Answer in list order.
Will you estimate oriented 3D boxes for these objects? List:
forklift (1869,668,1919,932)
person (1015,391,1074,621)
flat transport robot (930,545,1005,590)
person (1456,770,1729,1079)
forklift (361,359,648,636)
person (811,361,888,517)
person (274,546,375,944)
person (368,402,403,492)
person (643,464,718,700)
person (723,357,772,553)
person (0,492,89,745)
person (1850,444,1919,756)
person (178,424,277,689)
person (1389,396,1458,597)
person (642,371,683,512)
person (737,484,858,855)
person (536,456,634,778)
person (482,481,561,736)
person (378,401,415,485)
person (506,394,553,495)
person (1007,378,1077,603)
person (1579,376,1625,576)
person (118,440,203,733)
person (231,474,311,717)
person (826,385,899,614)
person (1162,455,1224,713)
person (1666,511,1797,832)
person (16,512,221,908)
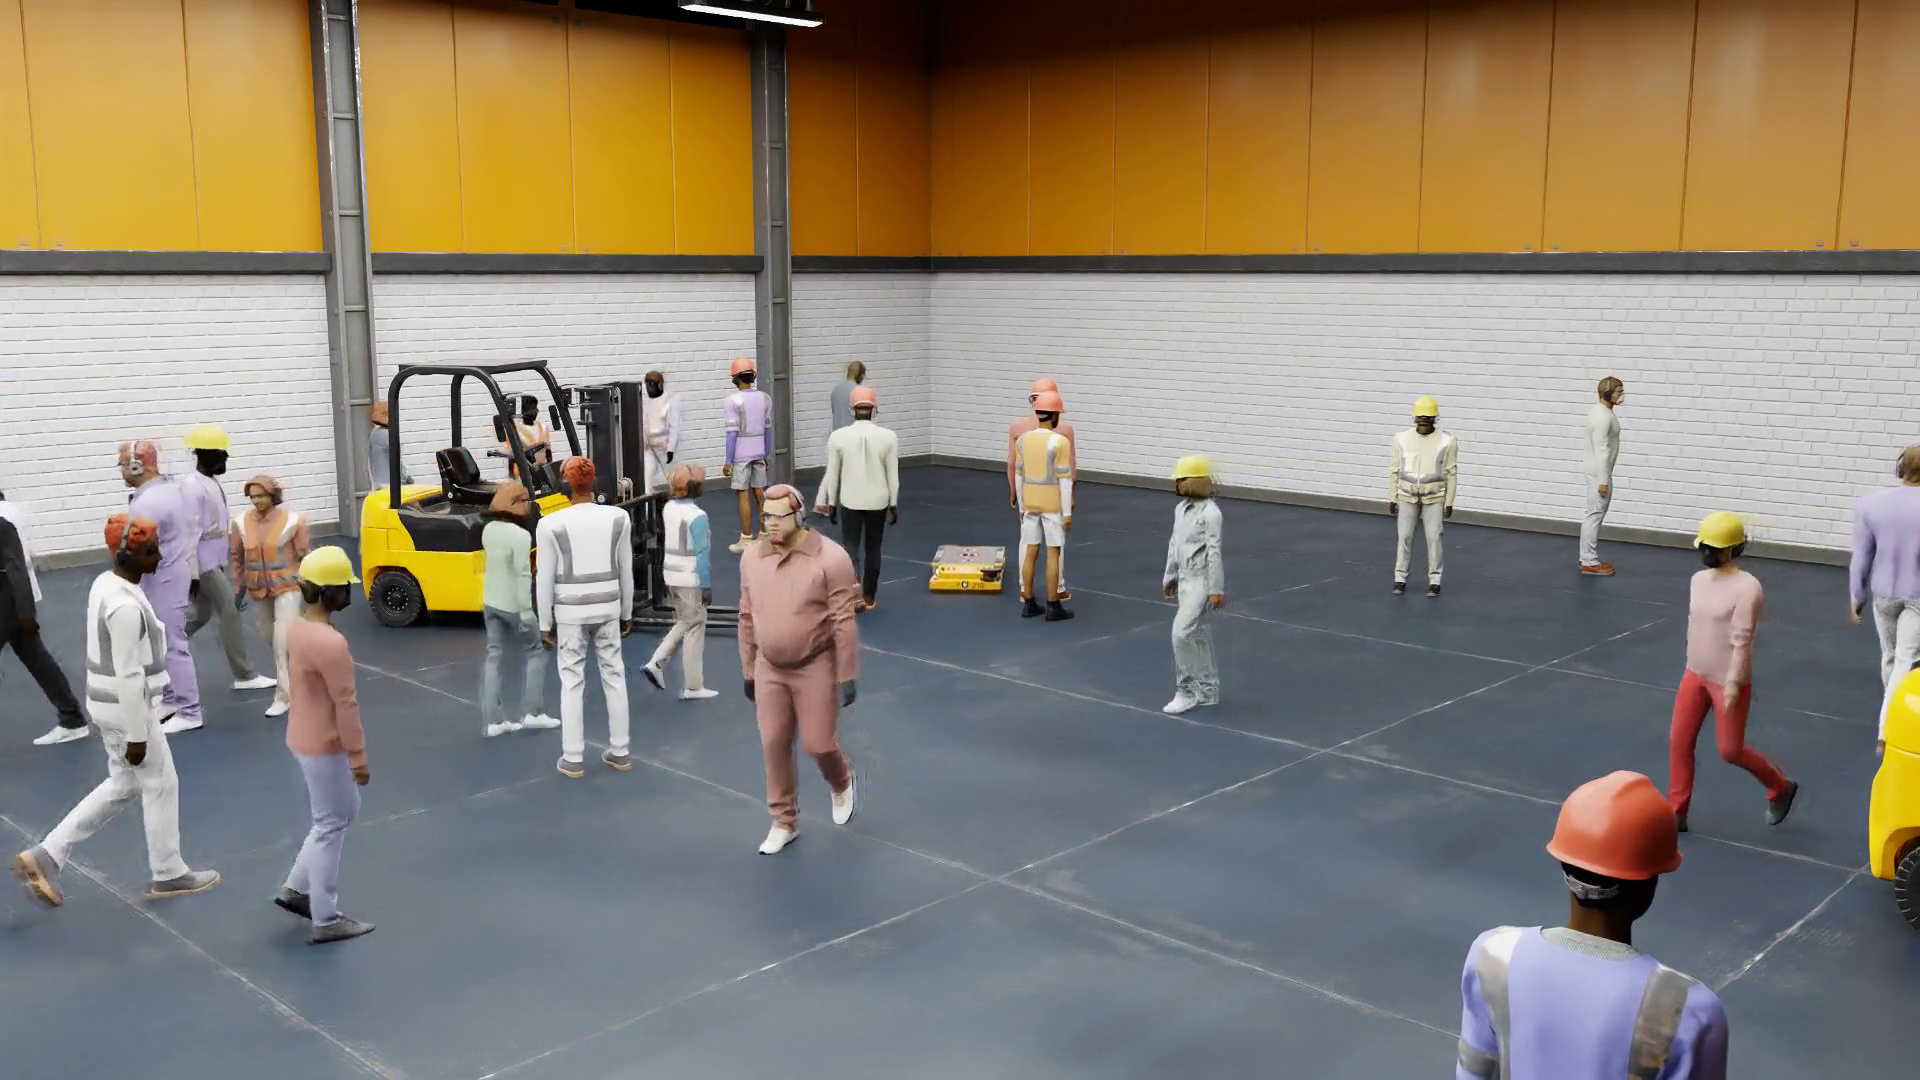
[{"bbox_3d":[5.205,0.723,7.013,2.313,2.155,1.214,9,13,43],"label":"forklift"},{"bbox_3d":[0.732,-0.288,14.006,0.551,1.932,0.378,8,12,39],"label":"person"},{"bbox_3d":[0.086,0.247,15.807,0.652,0.197,1.431,1,9,3],"label":"flat transport robot"},{"bbox_3d":[1.312,1.426,3.482,0.549,1.937,0.358,8,12,41],"label":"person"},{"bbox_3d":[-3.850,-0.407,13.936,2.313,2.155,1.214,2,9,11],"label":"forklift"},{"bbox_3d":[-1.340,-1.194,19.806,1.047,1.866,0.697,-9,13,-43],"label":"person"},{"bbox_3d":[-2.754,0.900,7.281,0.357,1.757,0.542,-7,12,-36],"label":"person"},{"bbox_3d":[-5.686,-0.552,16.546,0.502,1.631,0.286,9,13,42],"label":"person"},{"bbox_3d":[-1.884,0.299,11.343,0.410,1.629,0.531,-7,12,-37],"label":"person"},{"bbox_3d":[-2.232,-0.879,17.300,0.392,2.040,0.611,8,12,40],"label":"person"},{"bbox_3d":[-5.871,0.386,10.075,1.016,1.865,0.592,-6,11,-33],"label":"person"},{"bbox_3d":[5.869,0.348,10.271,1.063,1.880,0.639,-9,13,-43],"label":"person"},{"bbox_3d":[-5.298,0.134,11.556,0.904,1.894,0.597,-2,10,-14],"label":"person"},{"bbox_3d":[4.169,-0.392,14.998,0.595,1.823,0.403,5,10,26],"label":"person"},{"bbox_3d":[-3.468,-1.036,19.064,0.619,1.793,0.978,4,10,21],"label":"person"},{"bbox_3d":[-0.805,0.638,8.477,0.682,1.888,0.561,3,10,20],"label":"person"},{"bbox_3d":[-2.176,0.445,9.693,0.582,1.878,0.343,-5,11,-29],"label":"person"},{"bbox_3d":[-2.813,0.428,10.581,0.492,1.610,0.563,7,12,37],"label":"person"},{"bbox_3d":[-5.787,-0.624,17.091,0.822,1.596,0.523,-3,10,-20],"label":"person"},{"bbox_3d":[-4.558,-0.710,17.432,0.812,1.658,0.519,5,10,27],"label":"person"},{"bbox_3d":[0.731,-0.435,14.718,0.617,1.993,0.396,3,10,17],"label":"person"},{"bbox_3d":[6.194,-0.620,16.071,0.368,1.934,0.630,3,10,20],"label":"person"},{"bbox_3d":[-5.100,0.309,10.510,0.527,1.881,0.636,-4,10,-22],"label":"person"},{"bbox_3d":[-4.589,0.328,11.224,0.530,1.604,0.784,0,9,2],"label":"person"},{"bbox_3d":[-0.822,-0.330,14.160,0.621,1.970,0.780,-1,9,-5],"label":"person"},{"bbox_3d":[1.489,0.296,11.062,0.602,1.722,0.502,-3,10,-20],"label":"person"},{"bbox_3d":[3.978,0.694,8.593,0.726,1.731,0.518,-3,10,-16],"label":"person"},{"bbox_3d":[-3.877,0.794,7.590,0.762,1.865,0.600,-7,11,-36],"label":"person"}]
